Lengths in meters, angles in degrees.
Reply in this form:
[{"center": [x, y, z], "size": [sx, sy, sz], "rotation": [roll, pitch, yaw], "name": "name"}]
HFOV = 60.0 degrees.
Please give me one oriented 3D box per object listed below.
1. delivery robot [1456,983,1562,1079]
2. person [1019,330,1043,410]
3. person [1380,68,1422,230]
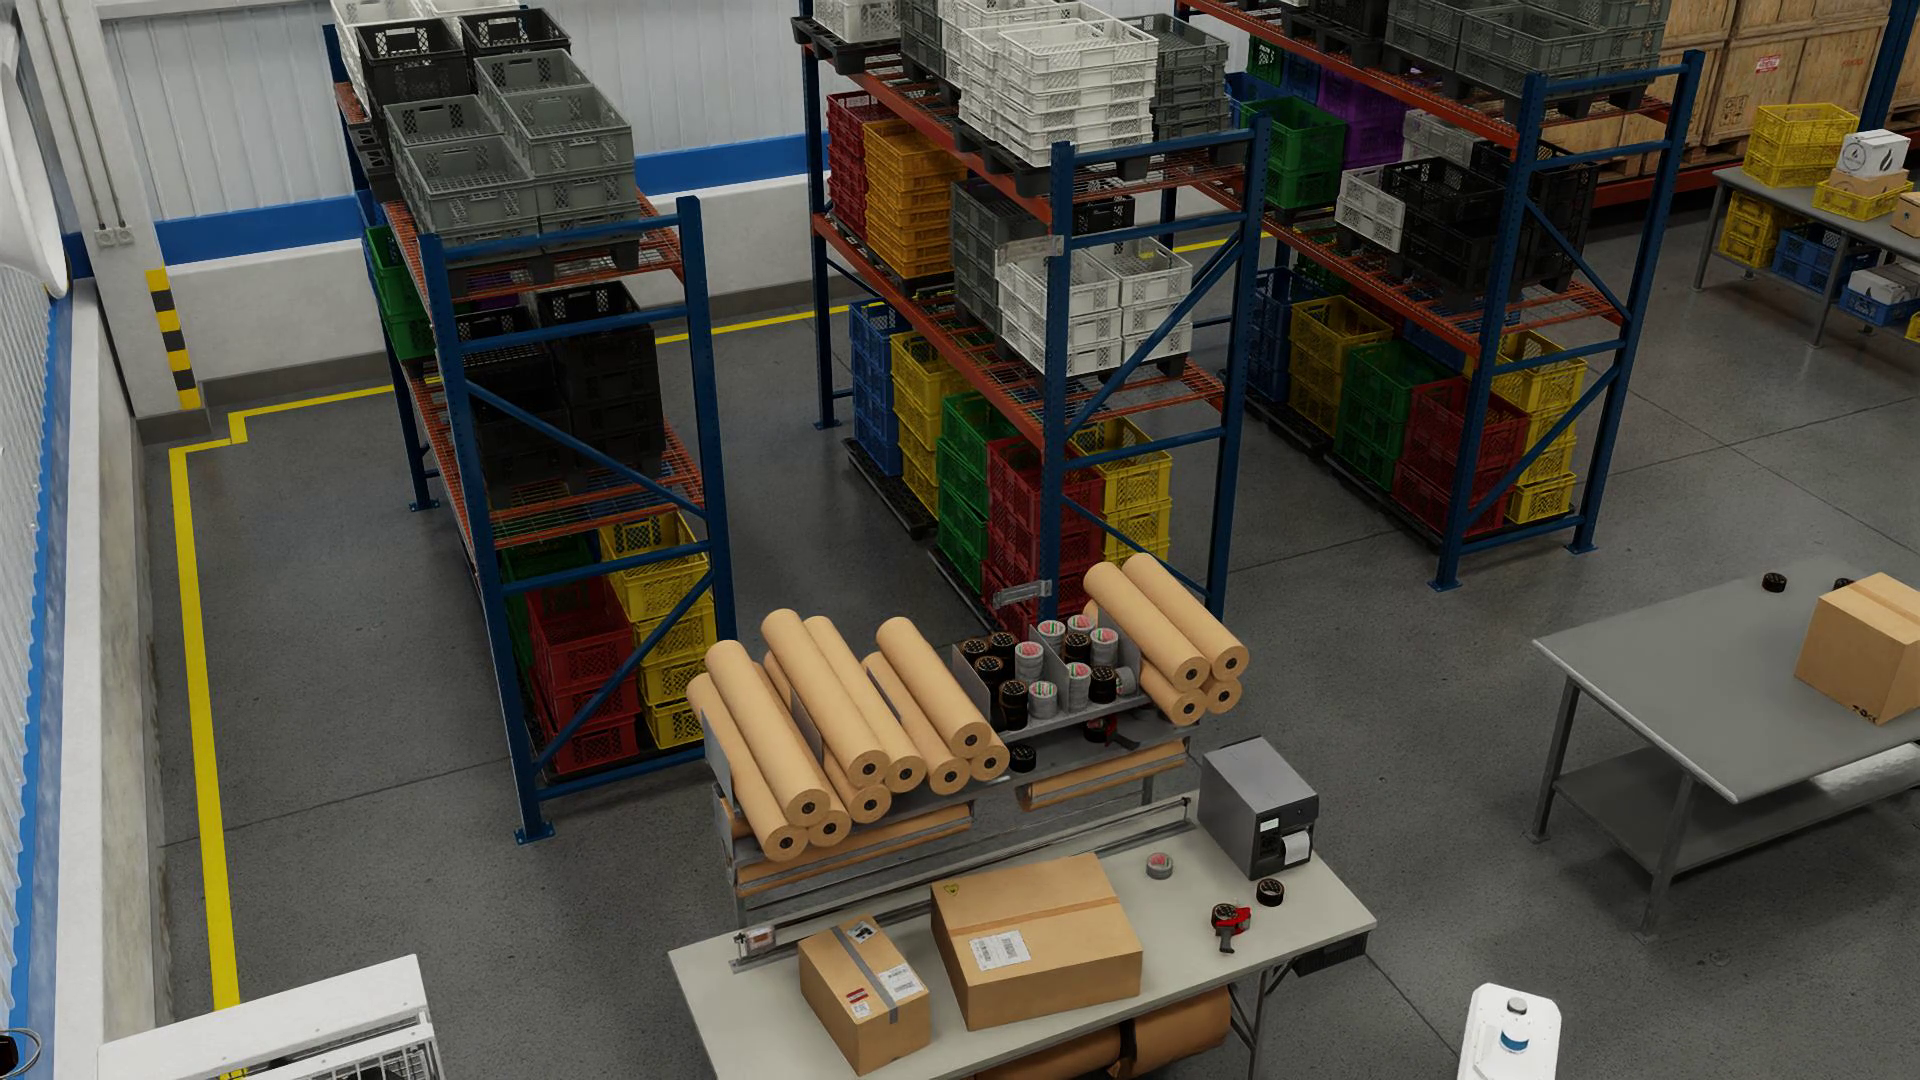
[{"center": [2.067, 2.022, 6.300], "size": [0.477, 0.478, 0.707], "rotation": [12, 34, 18], "name": "delivery robot"}, {"center": [0.465, -1.505, 10.860], "size": [0.339, 1.883, 0.584], "rotation": [24, 39, 34], "name": "person"}, {"center": [3.594, -3.392, 13.874], "size": [0.371, 1.941, 0.627], "rotation": [-14, 34, -21], "name": "person"}]
